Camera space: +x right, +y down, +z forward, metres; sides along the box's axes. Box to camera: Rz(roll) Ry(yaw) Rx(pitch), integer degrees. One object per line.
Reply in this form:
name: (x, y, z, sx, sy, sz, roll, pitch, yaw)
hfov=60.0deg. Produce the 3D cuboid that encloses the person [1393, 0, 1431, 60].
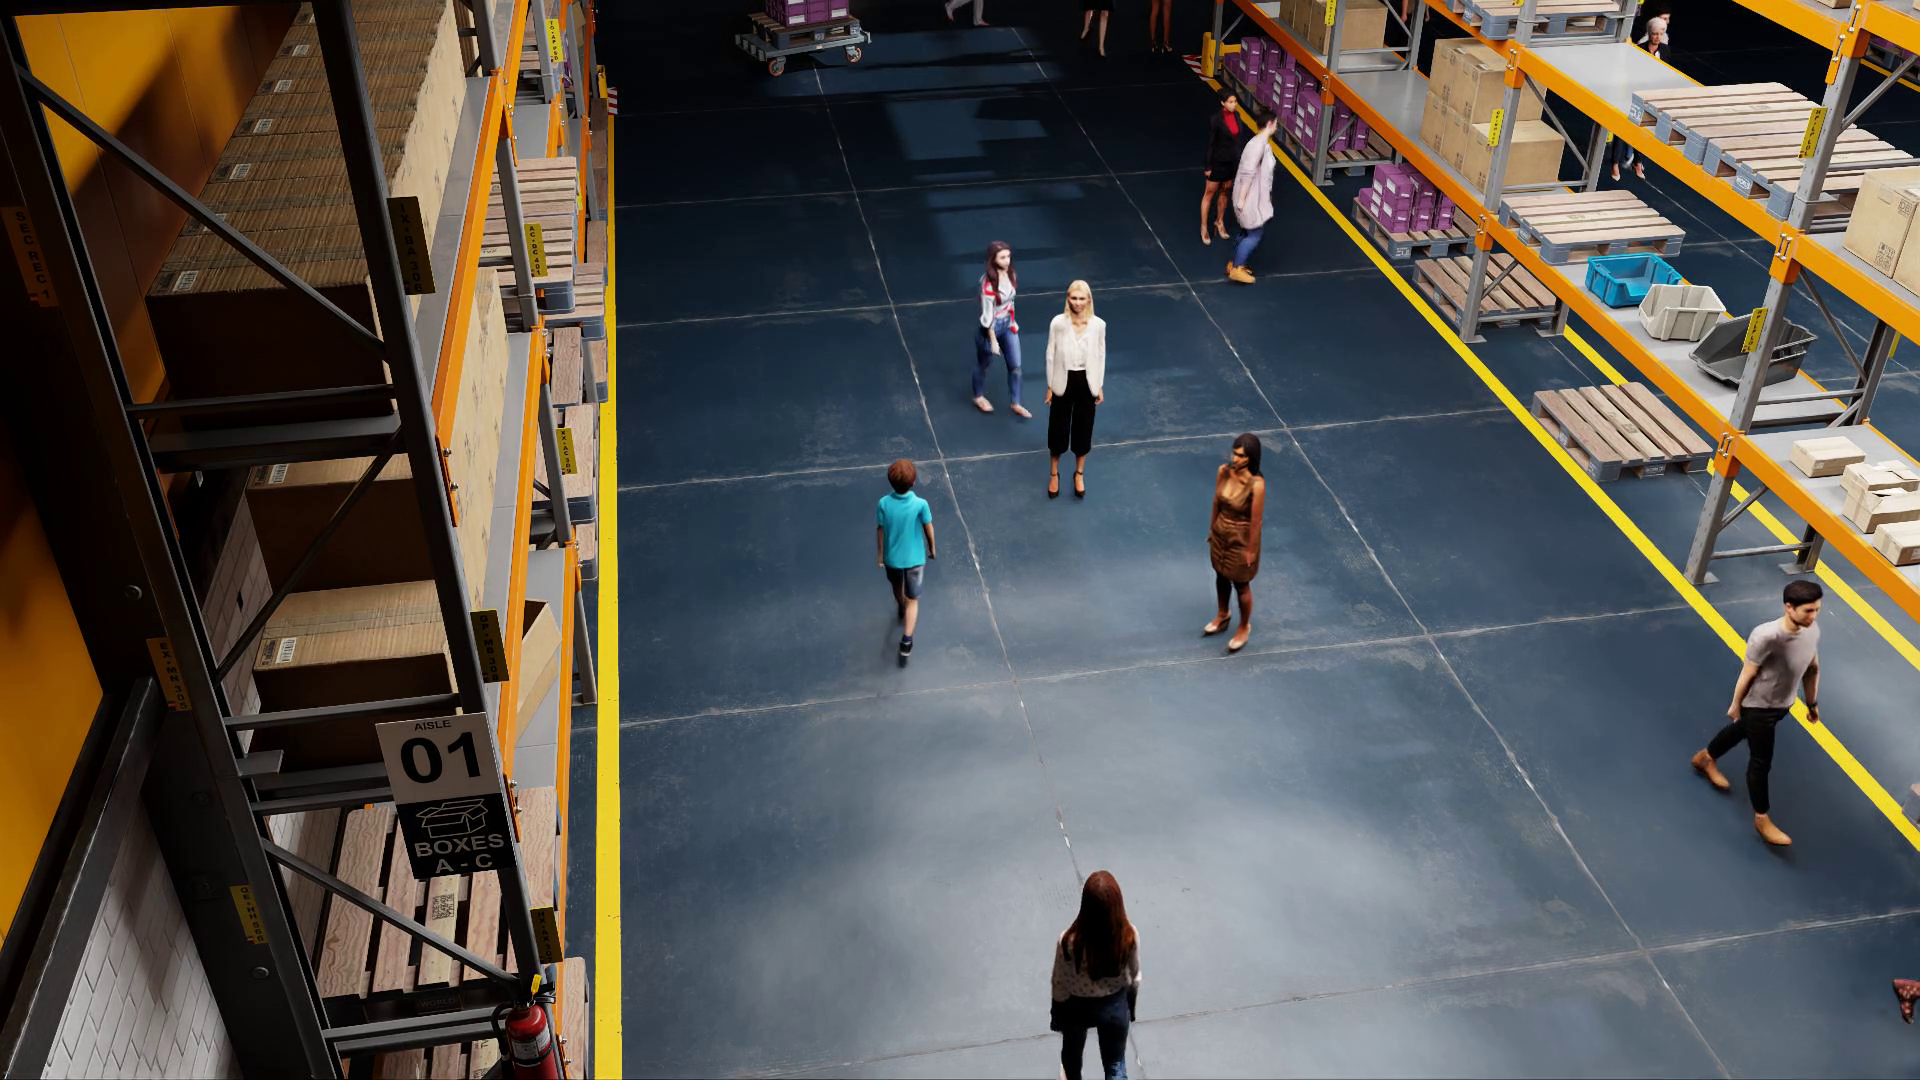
person: (5.842, -6.832, 21.456, 0.733, 1.851, 0.706, -19, 38, -26)

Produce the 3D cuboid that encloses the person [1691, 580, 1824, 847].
person: (4.785, 0.910, 9.964, 0.789, 1.678, 1.167, -13, 36, -19)

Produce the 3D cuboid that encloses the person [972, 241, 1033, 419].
person: (0.243, -1.806, 14.131, 0.842, 1.589, 0.952, -25, 41, -32)

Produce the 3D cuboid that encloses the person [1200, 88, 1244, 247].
person: (2.706, -3.864, 17.181, 0.656, 1.639, 0.707, -19, 38, -26)

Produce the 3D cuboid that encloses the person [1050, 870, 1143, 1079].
person: (0.658, 2.272, 7.890, 0.638, 1.706, 1.039, -3, 34, -5)

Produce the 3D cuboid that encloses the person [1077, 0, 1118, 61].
person: (1.845, -7.450, 22.530, 0.803, 1.691, 1.140, 3, 34, 5)

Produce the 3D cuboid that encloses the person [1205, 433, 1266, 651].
person: (1.881, 0.003, 11.326, 0.698, 1.683, 0.591, -24, 40, -31)

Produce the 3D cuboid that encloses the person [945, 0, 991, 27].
person: (0.112, -8.147, 23.520, 0.877, 1.756, 0.919, 8, 34, 12)

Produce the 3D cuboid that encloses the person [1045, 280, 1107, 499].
person: (0.886, -1.158, 12.913, 0.639, 1.858, 0.574, 0, 34, 0)

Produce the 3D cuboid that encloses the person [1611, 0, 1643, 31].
person: (8.657, -6.860, 21.646, 0.873, 1.687, 1.251, 4, 34, 6)

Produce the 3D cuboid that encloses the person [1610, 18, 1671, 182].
person: (7.411, -4.786, 17.986, 0.763, 1.781, 0.629, -1, 34, -1)

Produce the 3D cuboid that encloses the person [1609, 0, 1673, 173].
person: (7.717, -5.152, 18.909, 0.900, 1.873, 0.997, -25, 41, -32)

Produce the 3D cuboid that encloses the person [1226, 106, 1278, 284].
person: (2.831, -3.380, 16.399, 0.928, 1.701, 0.800, 18, 38, 25)

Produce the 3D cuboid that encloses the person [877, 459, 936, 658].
person: (-0.386, 0.138, 11.360, 0.730, 1.419, 1.019, 4, 34, 7)

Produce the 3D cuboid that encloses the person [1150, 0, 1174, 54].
person: (2.750, -7.514, 22.536, 0.678, 1.792, 0.730, 19, 38, 26)
